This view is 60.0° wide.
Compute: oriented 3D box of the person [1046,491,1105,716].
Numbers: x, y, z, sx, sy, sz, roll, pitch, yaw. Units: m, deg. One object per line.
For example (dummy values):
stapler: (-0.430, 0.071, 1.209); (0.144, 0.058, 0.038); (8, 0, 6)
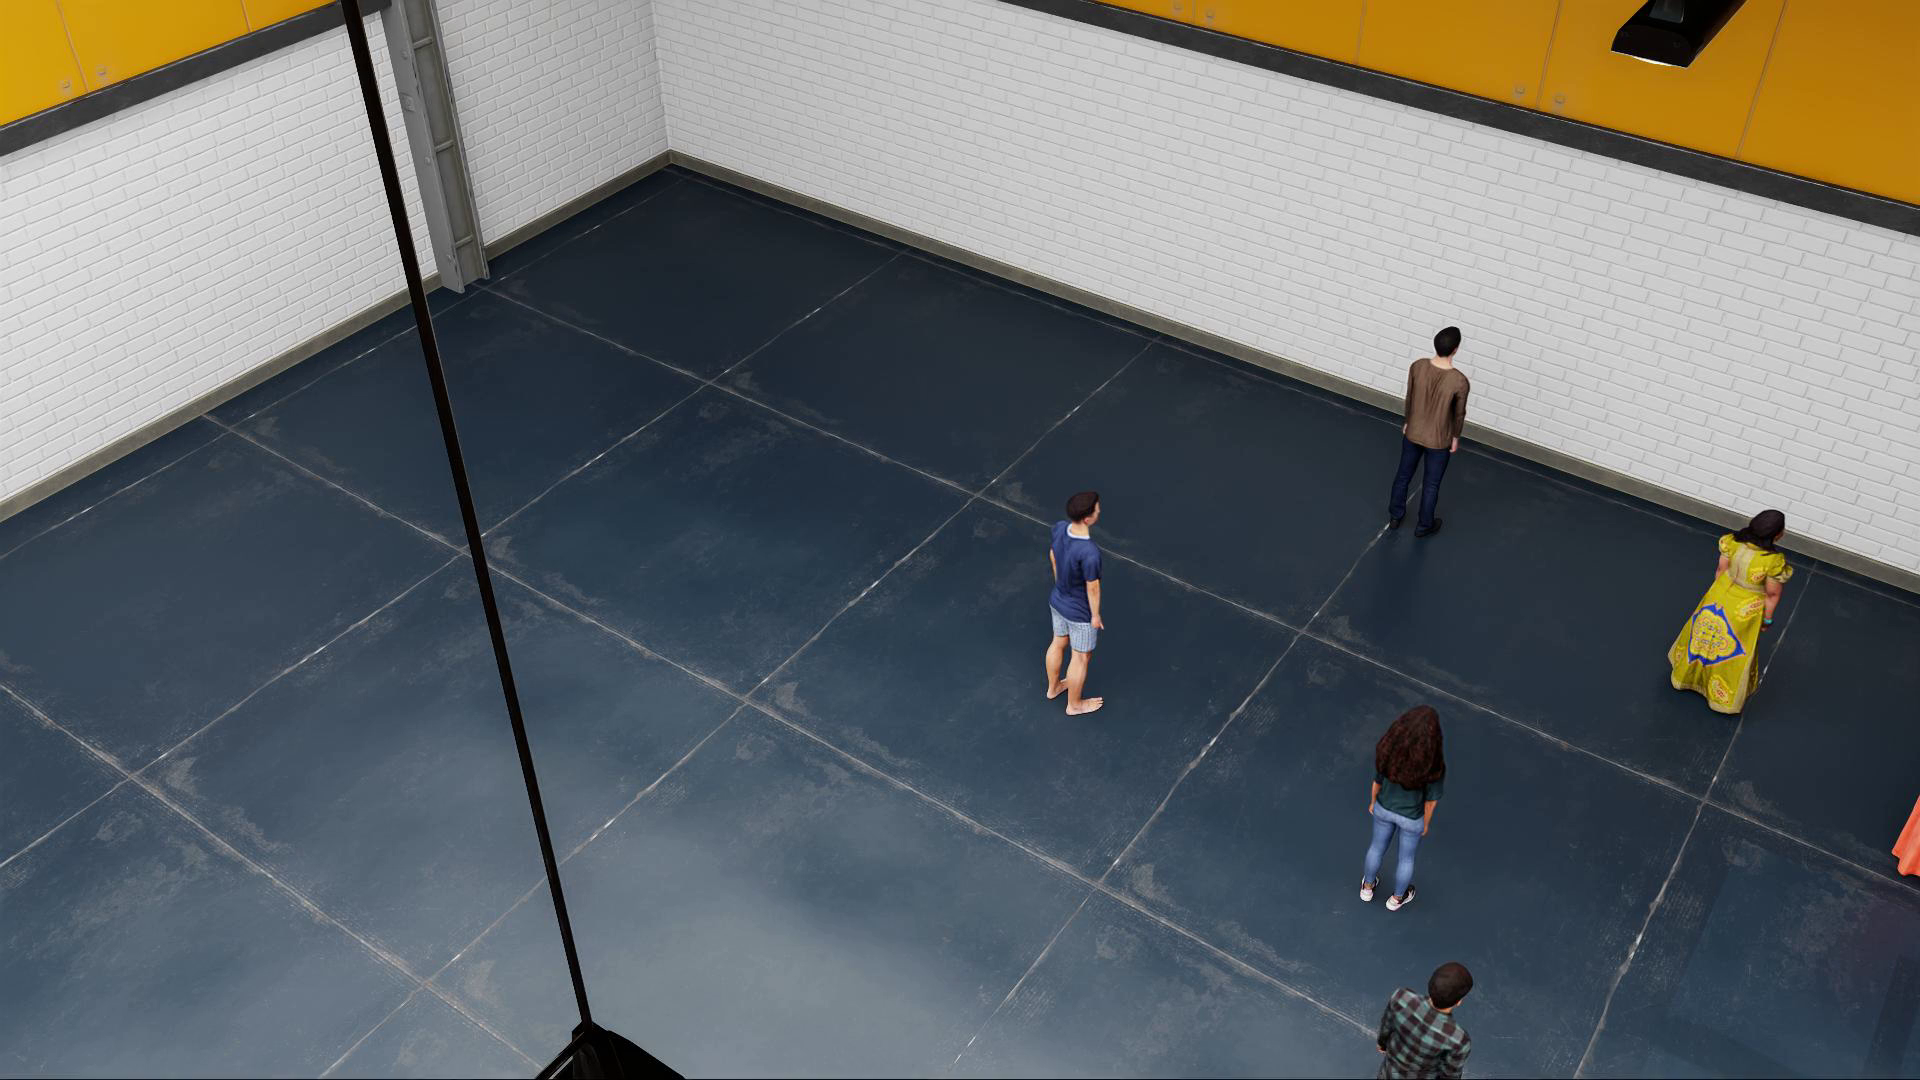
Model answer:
person: (0.790, 0.430, 11.493); (0.663, 1.846, 0.690); (-23, 44, -26)

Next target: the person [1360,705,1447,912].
person: (2.694, 1.640, 10.162); (0.580, 1.616, 0.564); (23, 44, 26)

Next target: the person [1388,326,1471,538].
person: (3.682, -0.844, 13.053); (0.644, 1.889, 0.562); (25, 45, 28)

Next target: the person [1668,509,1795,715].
person: (5.427, 0.463, 11.601); (0.937, 1.660, 0.966); (-22, 44, -26)

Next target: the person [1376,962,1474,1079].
person: (2.358, 2.827, 8.812); (0.713, 1.696, 0.965); (28, 47, 31)
